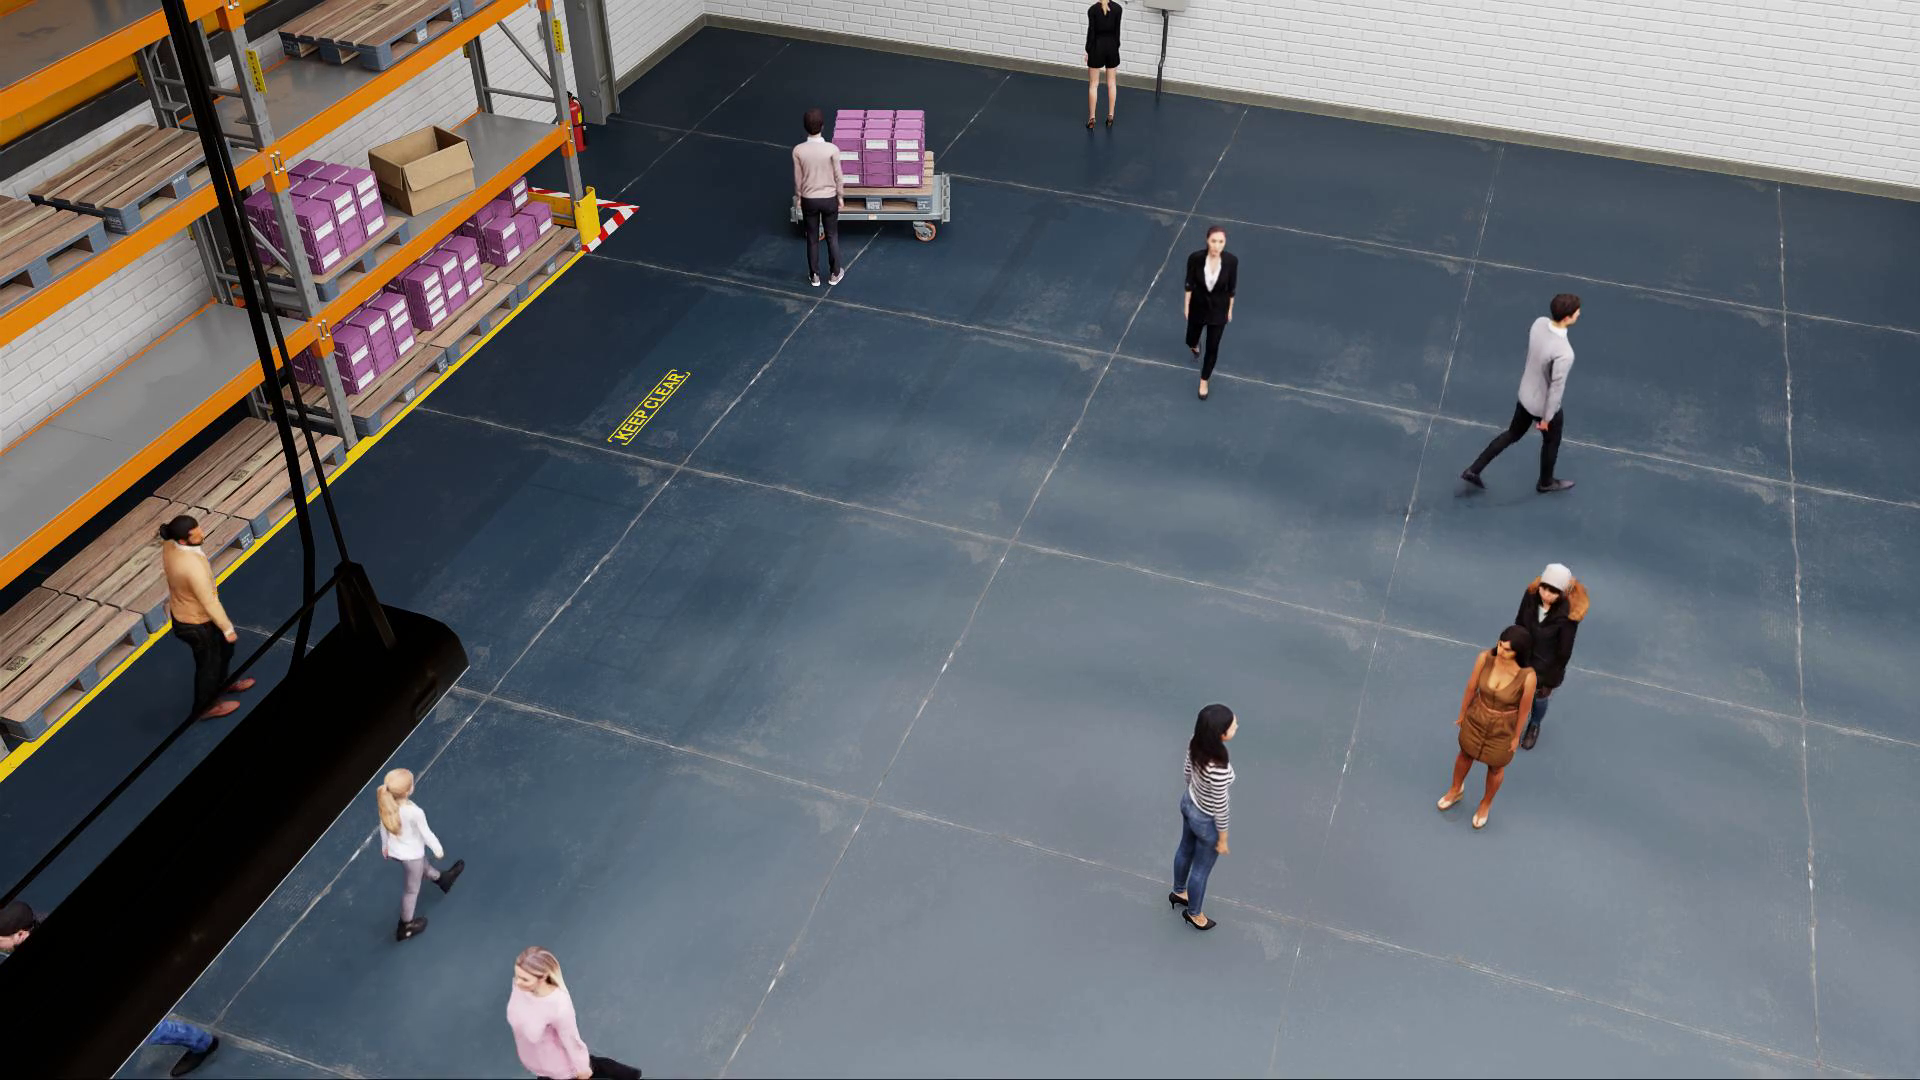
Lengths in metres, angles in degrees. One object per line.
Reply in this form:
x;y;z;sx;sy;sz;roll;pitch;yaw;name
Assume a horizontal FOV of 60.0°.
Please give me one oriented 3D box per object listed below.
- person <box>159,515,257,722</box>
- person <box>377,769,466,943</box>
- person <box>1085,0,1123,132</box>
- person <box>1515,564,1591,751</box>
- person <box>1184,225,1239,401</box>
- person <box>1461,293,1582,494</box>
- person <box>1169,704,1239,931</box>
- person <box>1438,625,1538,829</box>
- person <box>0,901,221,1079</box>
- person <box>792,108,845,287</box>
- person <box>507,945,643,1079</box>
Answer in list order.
-5.282;0.554;11.397;0.883;1.716;0.834;-30;48;-32;person
-3.382;1.926;10.053;0.607;1.249;0.902;21;43;24;person
1.625;-5.554;19.004;0.654;1.768;0.677;-8;39;-10;person
3.915;0.795;11.174;0.812;1.618;0.917;30;47;32;person
2.204;-2.068;14.736;0.715;1.646;0.935;5;39;6;person
4.572;-1.146;13.367;1.232;1.914;1.275;-10;40;-12;person
1.454;1.659;9.948;0.697;1.797;0.609;-12;40;-14;person
3.405;1.180;10.638;0.633;1.685;0.619;28;46;30;person
-4.555;2.464;8.920;0.975;1.822;1.354;29;47;31;person
-1.371;-3.326;16.181;0.693;1.809;0.666;0;39;0;person
-2.082;2.662;8.808;1.196;1.652;0.944;-30;48;-32;person
